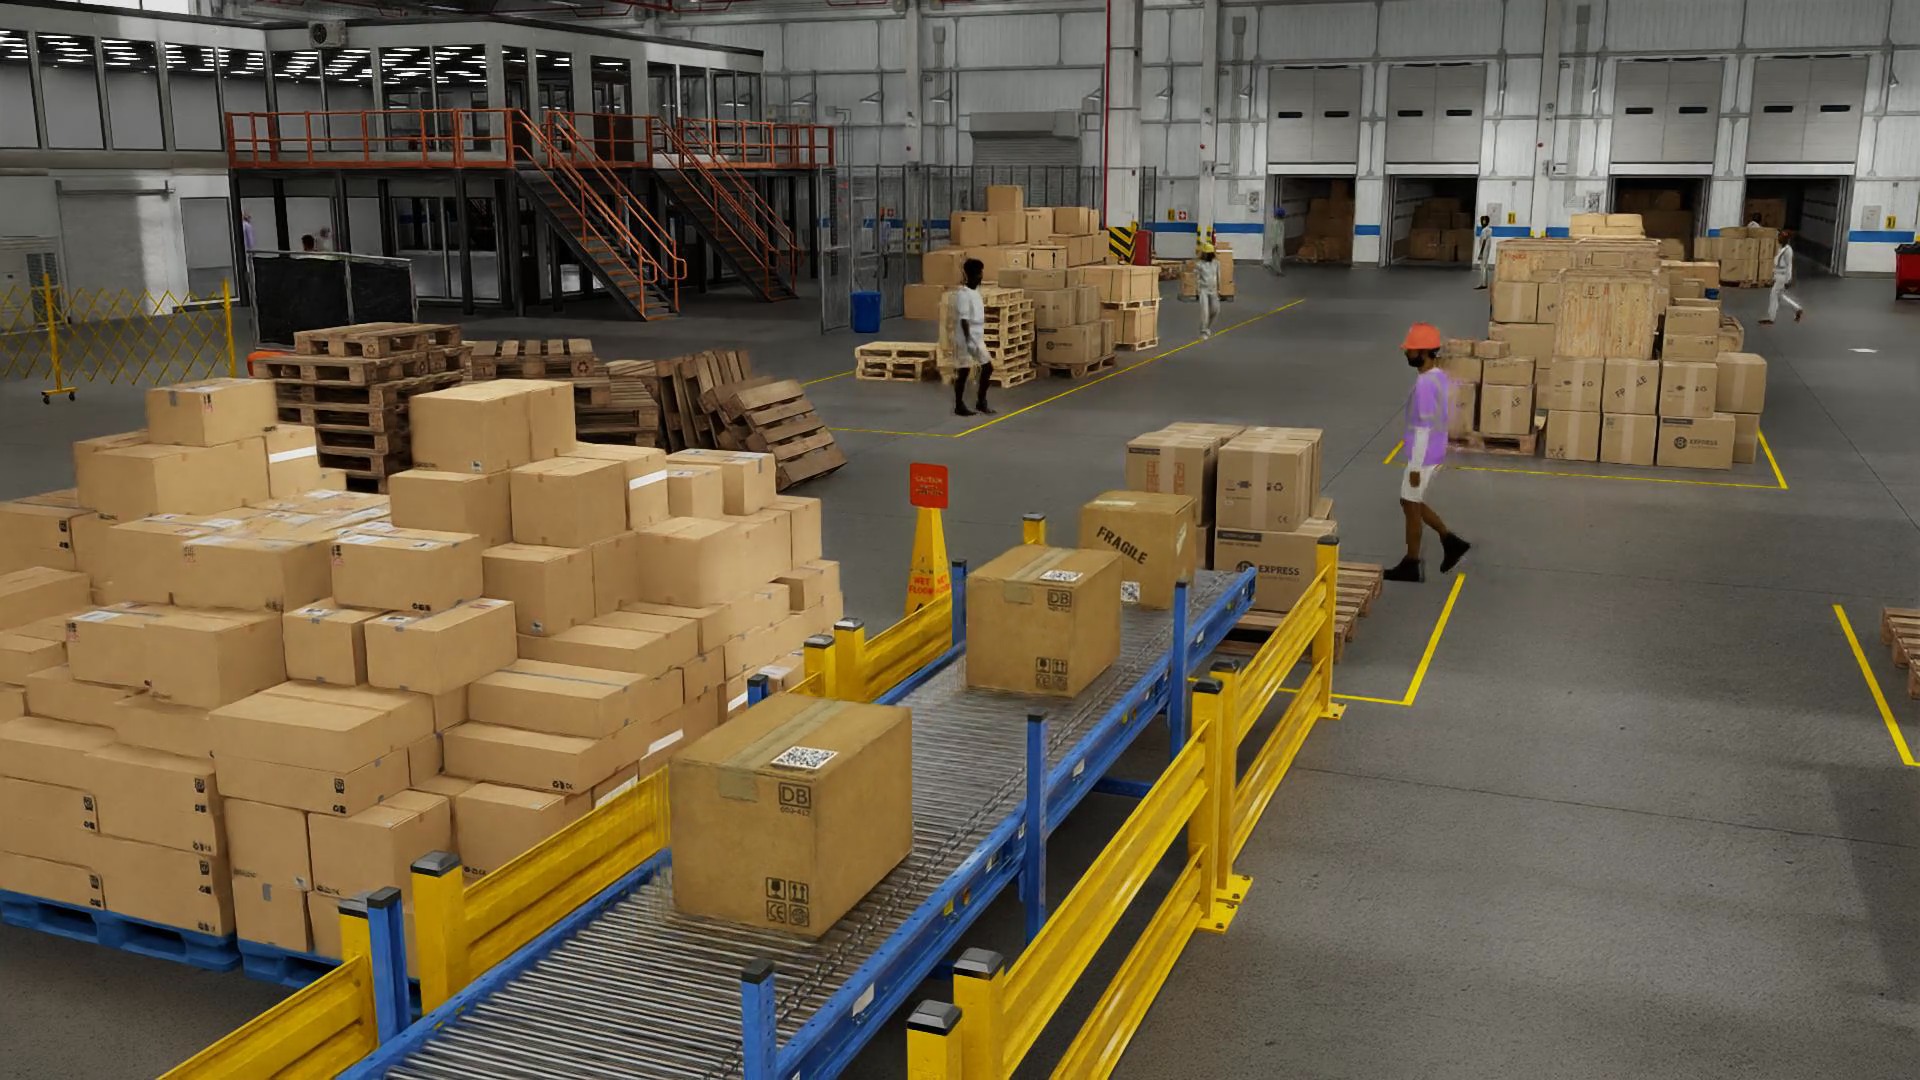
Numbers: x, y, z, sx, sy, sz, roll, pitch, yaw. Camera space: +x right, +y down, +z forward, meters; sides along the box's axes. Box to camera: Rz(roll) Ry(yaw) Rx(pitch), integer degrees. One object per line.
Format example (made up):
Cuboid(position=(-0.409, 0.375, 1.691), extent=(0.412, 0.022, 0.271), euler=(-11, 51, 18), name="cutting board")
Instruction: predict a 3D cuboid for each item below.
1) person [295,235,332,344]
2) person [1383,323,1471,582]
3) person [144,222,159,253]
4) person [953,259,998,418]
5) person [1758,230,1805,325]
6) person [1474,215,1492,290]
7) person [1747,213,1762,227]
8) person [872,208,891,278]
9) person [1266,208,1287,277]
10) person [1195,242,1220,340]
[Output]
Cuboid(position=(-11.165, -4.311, 28.737), extent=(0.441, 1.901, 0.606), euler=(10, 16, 39), name="person")
Cuboid(position=(3.417, -0.622, 12.142), extent=(0.541, 1.924, 0.571), euler=(6, 14, 24), name="person")
Cuboid(position=(-21.863, -7.928, 45.129), extent=(0.536, 1.830, 0.960), euler=(3, 13, 12), name="person")
Cuboid(position=(0.203, -2.433, 20.218), extent=(0.679, 1.943, 0.612), euler=(7, 14, 27), name="person")
Cuboid(position=(16.090, -5.109, 32.409), extent=(0.744, 1.862, 0.583), euler=(4, 13, 18), name="person")
Cuboid(position=(13.255, -7.267, 42.090), extent=(0.322, 1.865, 0.557), euler=(9, 15, 35), name="person")
Cuboid(position=(21.821, -8.067, 45.721), extent=(0.429, 1.841, 0.634), euler=(2, 13, 9), name="person")
Cuboid(position=(-2.214, -8.338, 46.719), extent=(0.545, 1.938, 0.358), euler=(3, 13, 14), name="person")
Cuboid(position=(9.000, -8.424, 47.107), extent=(0.501, 1.935, 0.635), euler=(5, 14, 23), name="person")
Cuboid(position=(4.435, -4.439, 29.701), extent=(0.501, 1.727, 0.358), euler=(-4, 13, -17), name="person")
